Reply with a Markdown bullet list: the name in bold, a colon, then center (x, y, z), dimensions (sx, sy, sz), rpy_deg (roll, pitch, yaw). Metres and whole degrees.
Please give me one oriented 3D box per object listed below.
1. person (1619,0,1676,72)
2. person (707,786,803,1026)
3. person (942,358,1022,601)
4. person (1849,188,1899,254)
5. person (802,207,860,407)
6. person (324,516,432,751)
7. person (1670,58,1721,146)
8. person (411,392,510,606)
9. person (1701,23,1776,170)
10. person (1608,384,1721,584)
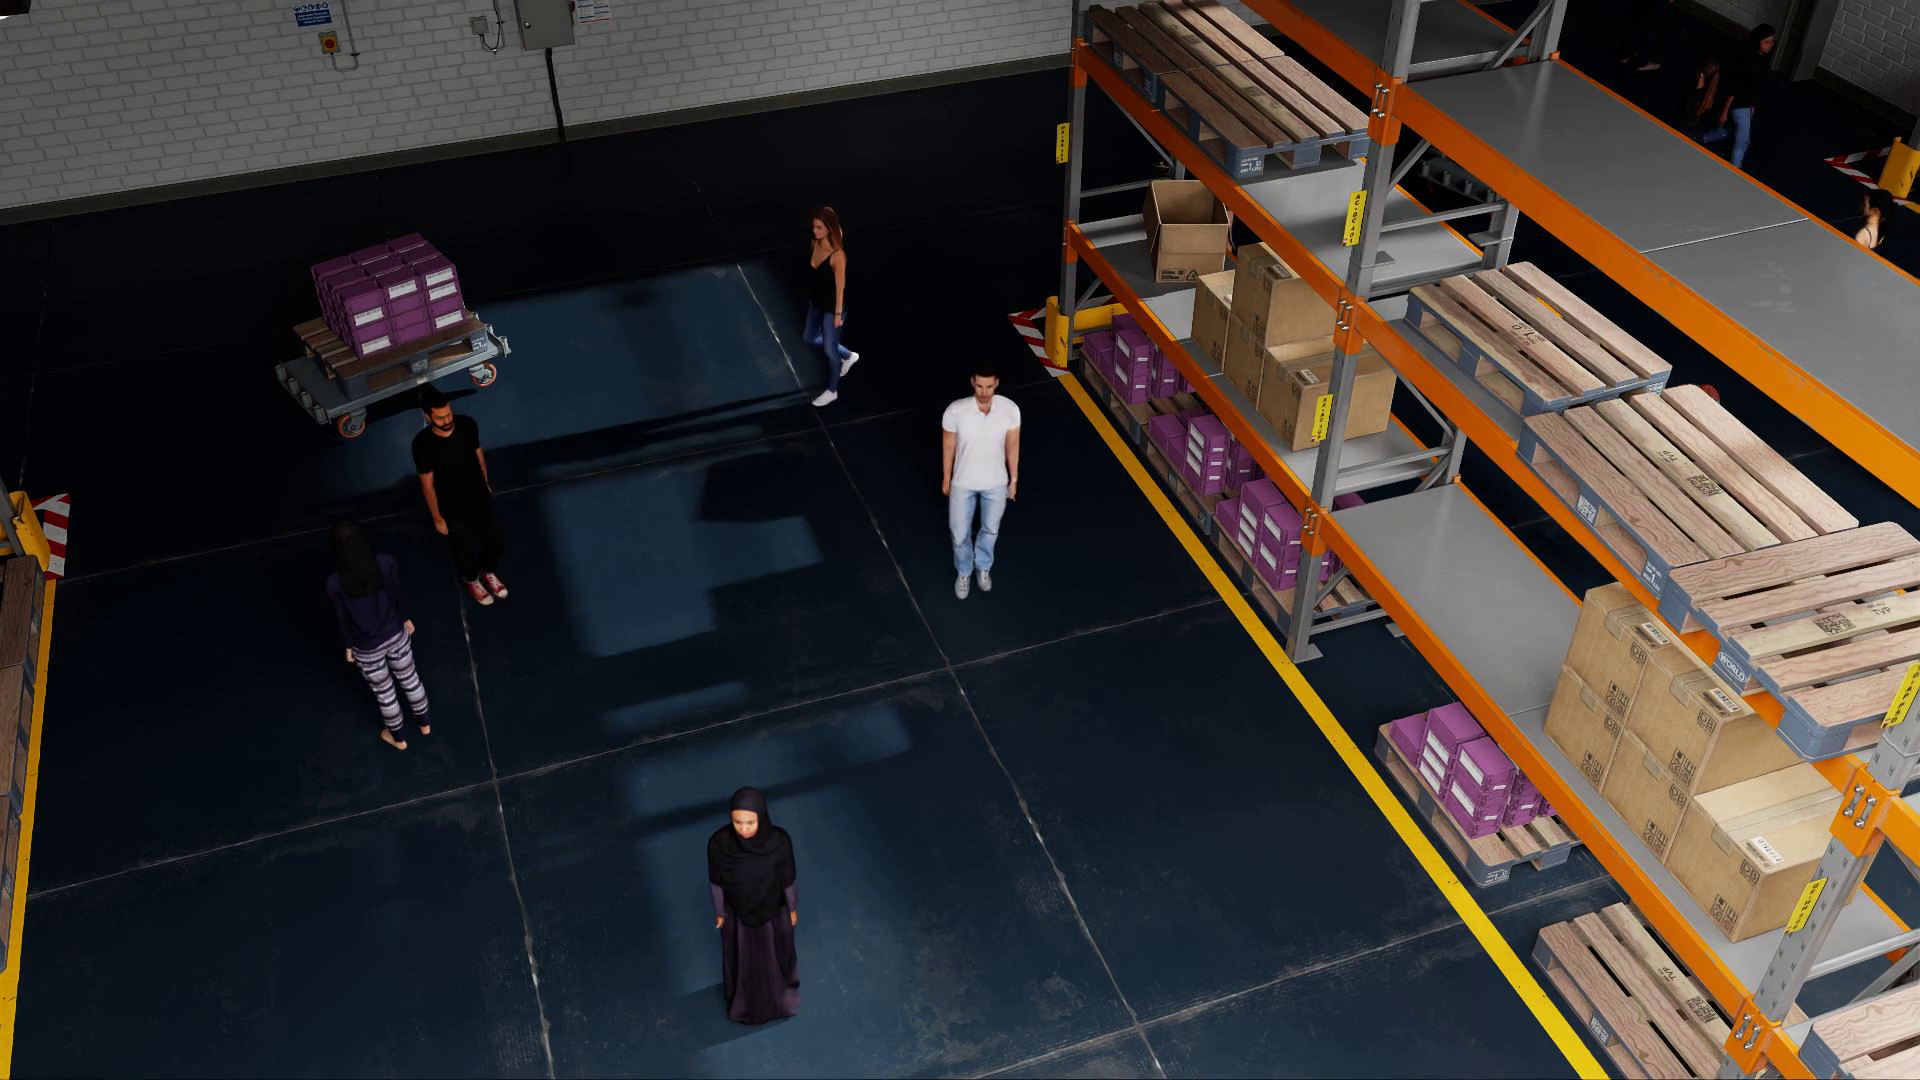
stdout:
- **person**: center (7.702, -6.159, 18.431), dimensions (0.772, 1.846, 0.562), rpy_deg (-19, 42, -22)
- **person**: center (-1.049, 1.867, 8.568), dimensions (0.680, 1.612, 0.687), rpy_deg (-1, 39, -1)
- **person**: center (0.125, -0.465, 11.297), dimensions (0.753, 1.850, 0.730), rpy_deg (-4, 39, -5)
- **person**: center (7.199, -1.972, 13.294), dimensions (0.682, 1.713, 0.792), rpy_deg (-20, 43, -23)
- **person**: center (-0.993, -1.888, 13.191), dimensions (0.782, 1.710, 0.805), rpy_deg (-25, 45, -28)
- **person**: center (-3.536, 0.567, 10.098), dimensions (0.674, 1.733, 0.641), rpy_deg (-29, 47, -31)
- **person**: center (6.879, -3.809, 15.721), dimensions (0.564, 1.556, 0.581), rpy_deg (-19, 42, -22)
- **person**: center (-3.400, -0.311, 11.191), dimensions (0.751, 1.742, 0.753), rpy_deg (-31, 48, -33)
- **person**: center (7.464, -4.203, 16.127), dimensions (0.855, 1.664, 1.171), rpy_deg (-32, 48, -33)
- **person**: center (4.702, -0.323, 11.182), dimensions (0.633, 1.773, 0.726), rpy_deg (-16, 41, -19)
